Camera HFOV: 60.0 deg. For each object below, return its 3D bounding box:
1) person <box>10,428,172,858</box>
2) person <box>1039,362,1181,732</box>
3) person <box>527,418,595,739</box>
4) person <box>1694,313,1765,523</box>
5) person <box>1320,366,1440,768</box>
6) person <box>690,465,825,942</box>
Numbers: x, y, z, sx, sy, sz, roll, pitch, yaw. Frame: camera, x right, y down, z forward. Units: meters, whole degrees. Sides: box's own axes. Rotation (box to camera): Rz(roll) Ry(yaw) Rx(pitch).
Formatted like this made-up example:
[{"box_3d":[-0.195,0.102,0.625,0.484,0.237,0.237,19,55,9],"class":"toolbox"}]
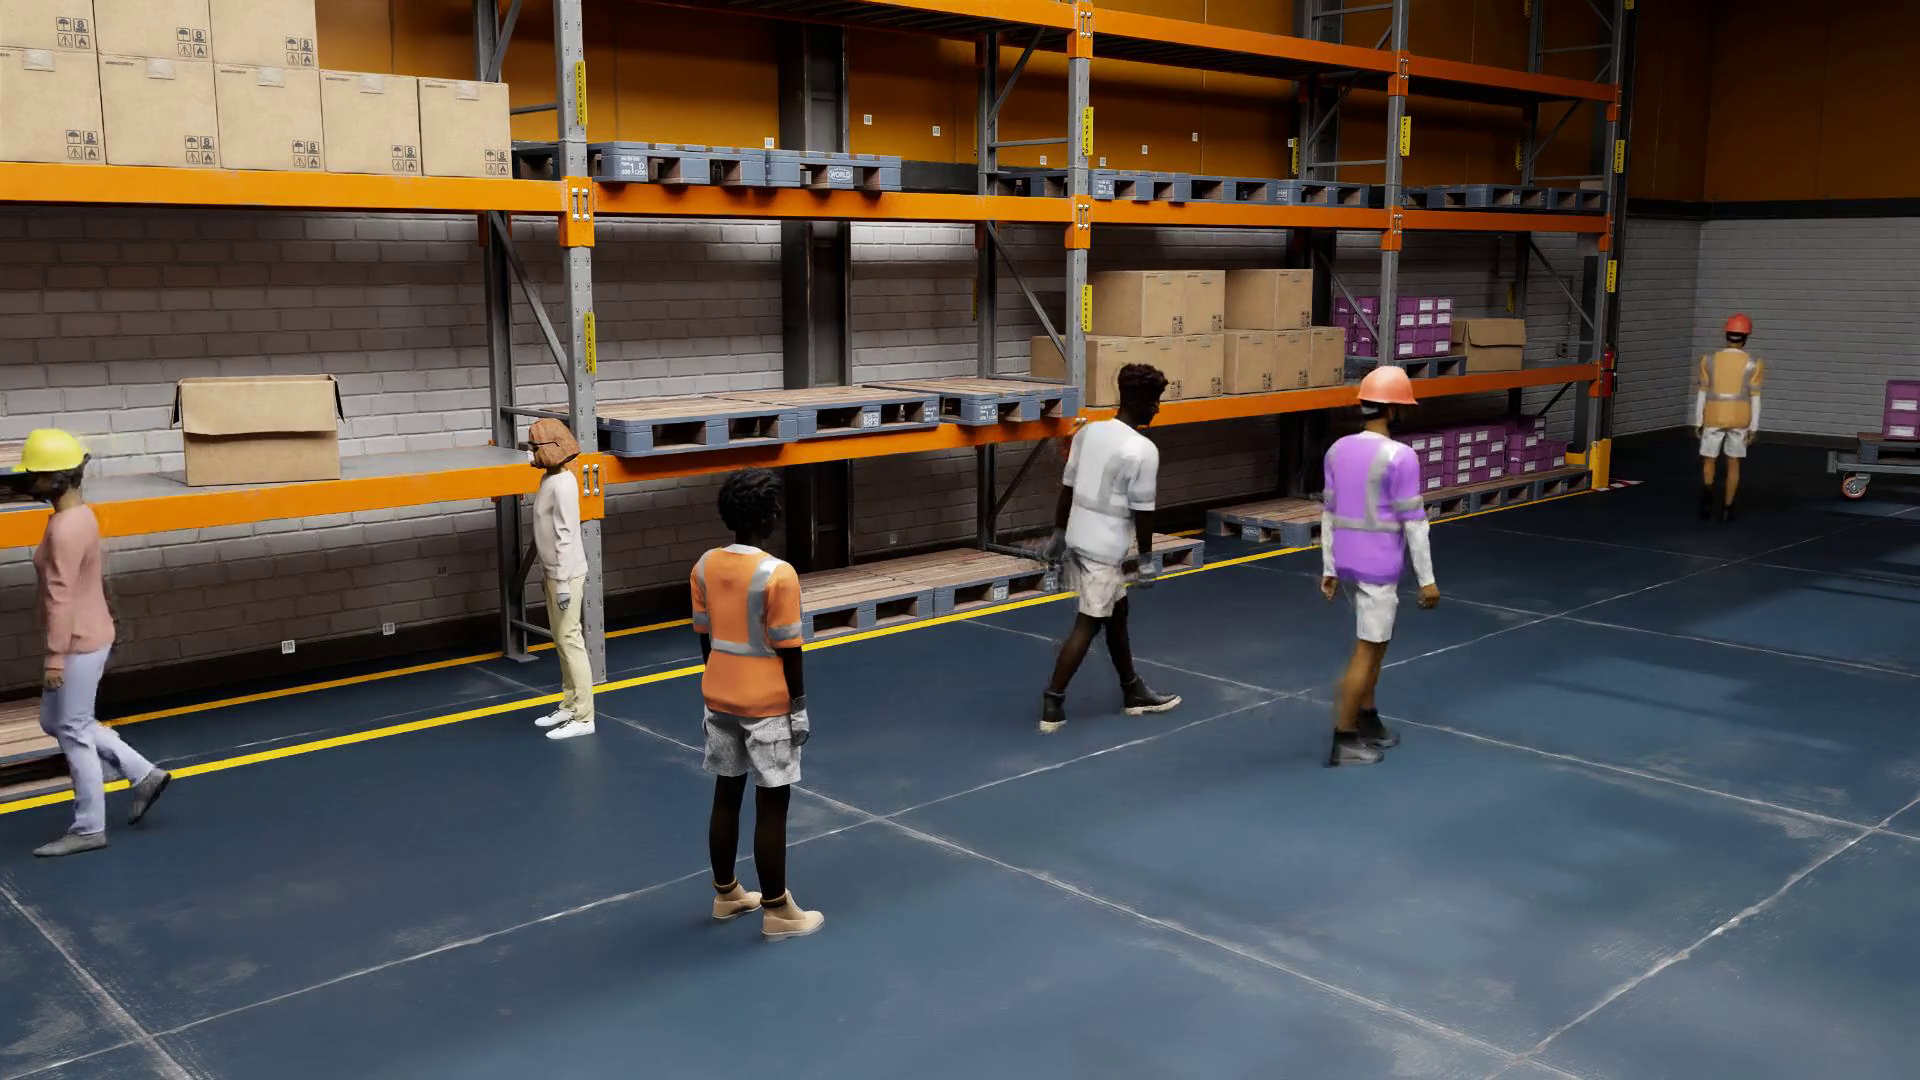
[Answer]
[{"box_3d":[-3.568,0.417,6.750,0.429,1.752,0.525,-5,11,-25],"class":"person"},{"box_3d":[0.744,0.033,8.597,0.845,1.903,0.629,-4,10,-21],"class":"person"},{"box_3d":[-2.036,0.191,8.443,0.282,1.625,0.492,-4,10,-20],"class":"person"},{"box_3d":[6.936,-1.083,15.034,0.558,1.917,0.551,6,11,31],"class":"person"},{"box_3d":[2.028,0.130,7.964,0.684,1.914,0.564,-4,10,-22],"class":"person"},{"box_3d":[-0.733,0.580,5.946,0.532,1.698,0.319,8,13,40],"class":"person"}]
